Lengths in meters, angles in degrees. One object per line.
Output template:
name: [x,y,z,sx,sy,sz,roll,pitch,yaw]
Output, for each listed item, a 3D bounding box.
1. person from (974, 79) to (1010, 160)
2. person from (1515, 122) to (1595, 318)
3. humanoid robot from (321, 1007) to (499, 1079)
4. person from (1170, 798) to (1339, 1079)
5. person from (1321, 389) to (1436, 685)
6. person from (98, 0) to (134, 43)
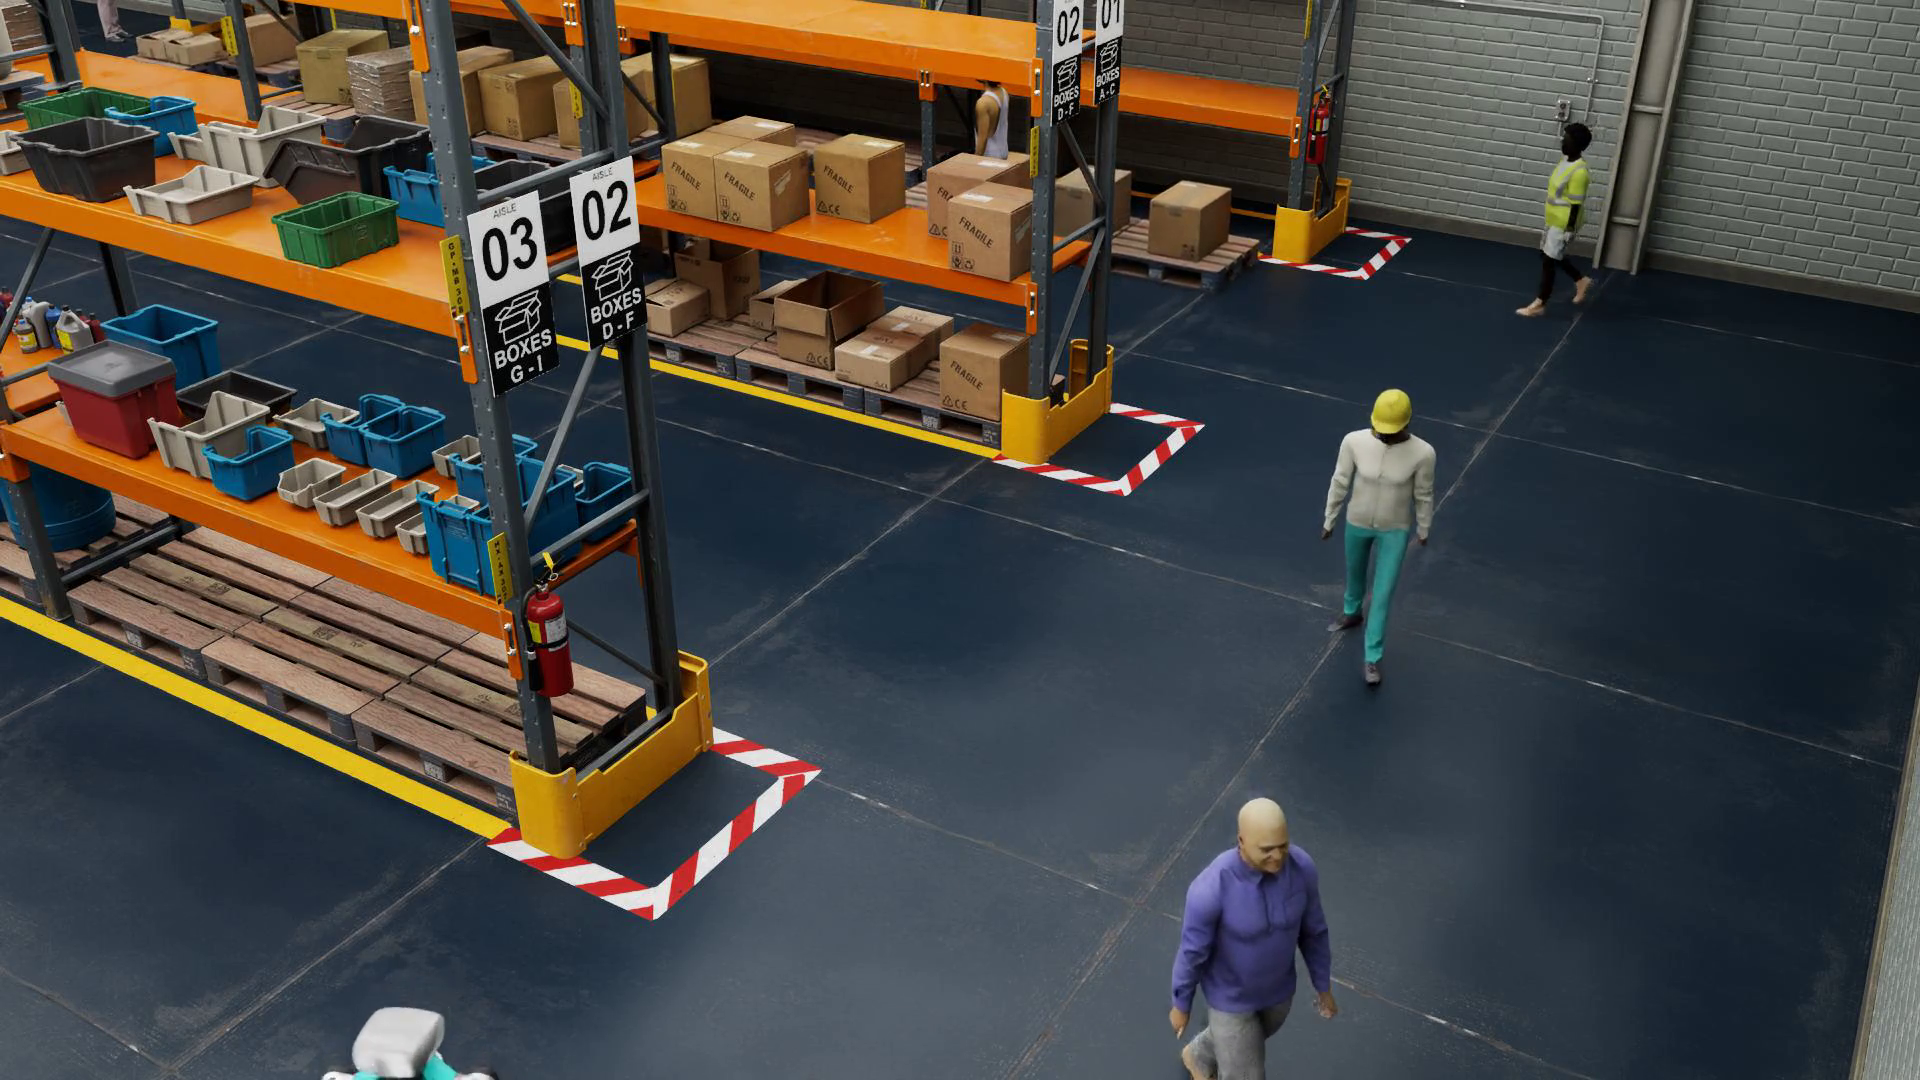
person: [0.253,-3.540,15.349,0.373,1.863,0.505,16,33,27]
person: [5.124,-2.678,13.985,0.612,1.679,0.538,0,29,1]
humanoid robot: [-1.623,2.046,5.468,0.534,1.769,0.844,0,29,1]
person: [1.057,1.645,6.149,0.601,1.757,0.926,-12,31,-21]
person: [2.332,-0.087,9.304,0.550,1.751,0.619,12,31,20]
person: [-11.983,-7.915,23.216,0.375,1.843,0.570,0,29,0]
